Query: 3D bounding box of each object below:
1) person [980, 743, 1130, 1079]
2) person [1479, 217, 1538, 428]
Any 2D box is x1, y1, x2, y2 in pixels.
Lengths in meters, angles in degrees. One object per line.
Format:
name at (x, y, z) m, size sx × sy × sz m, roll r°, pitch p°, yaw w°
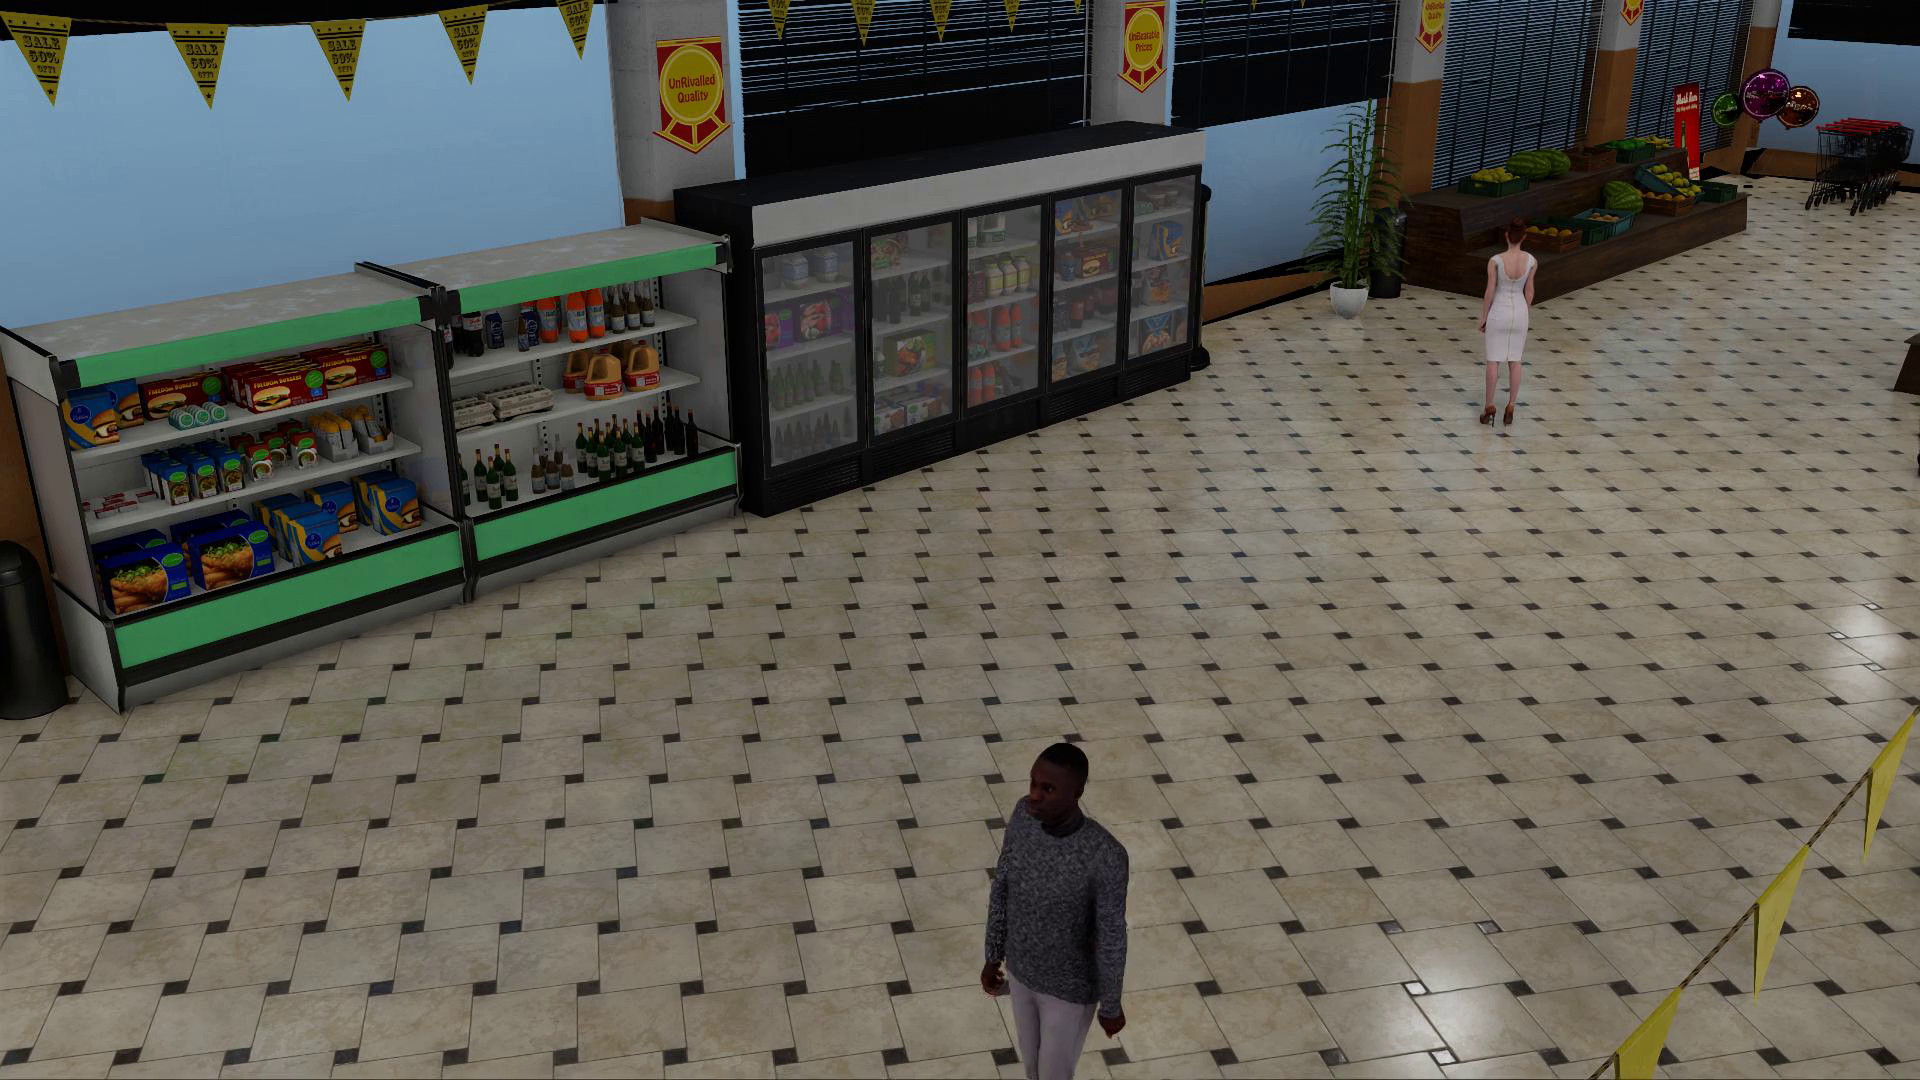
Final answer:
person at (0.393, 1.480, 5.739) m, size 0.709 × 1.827 × 0.722 m, roll -17°, pitch 28°, yaw -36°
person at (4.613, -1.837, 14.043) m, size 0.634 × 1.791 × 0.674 m, roll 2°, pitch 22°, yaw 5°
